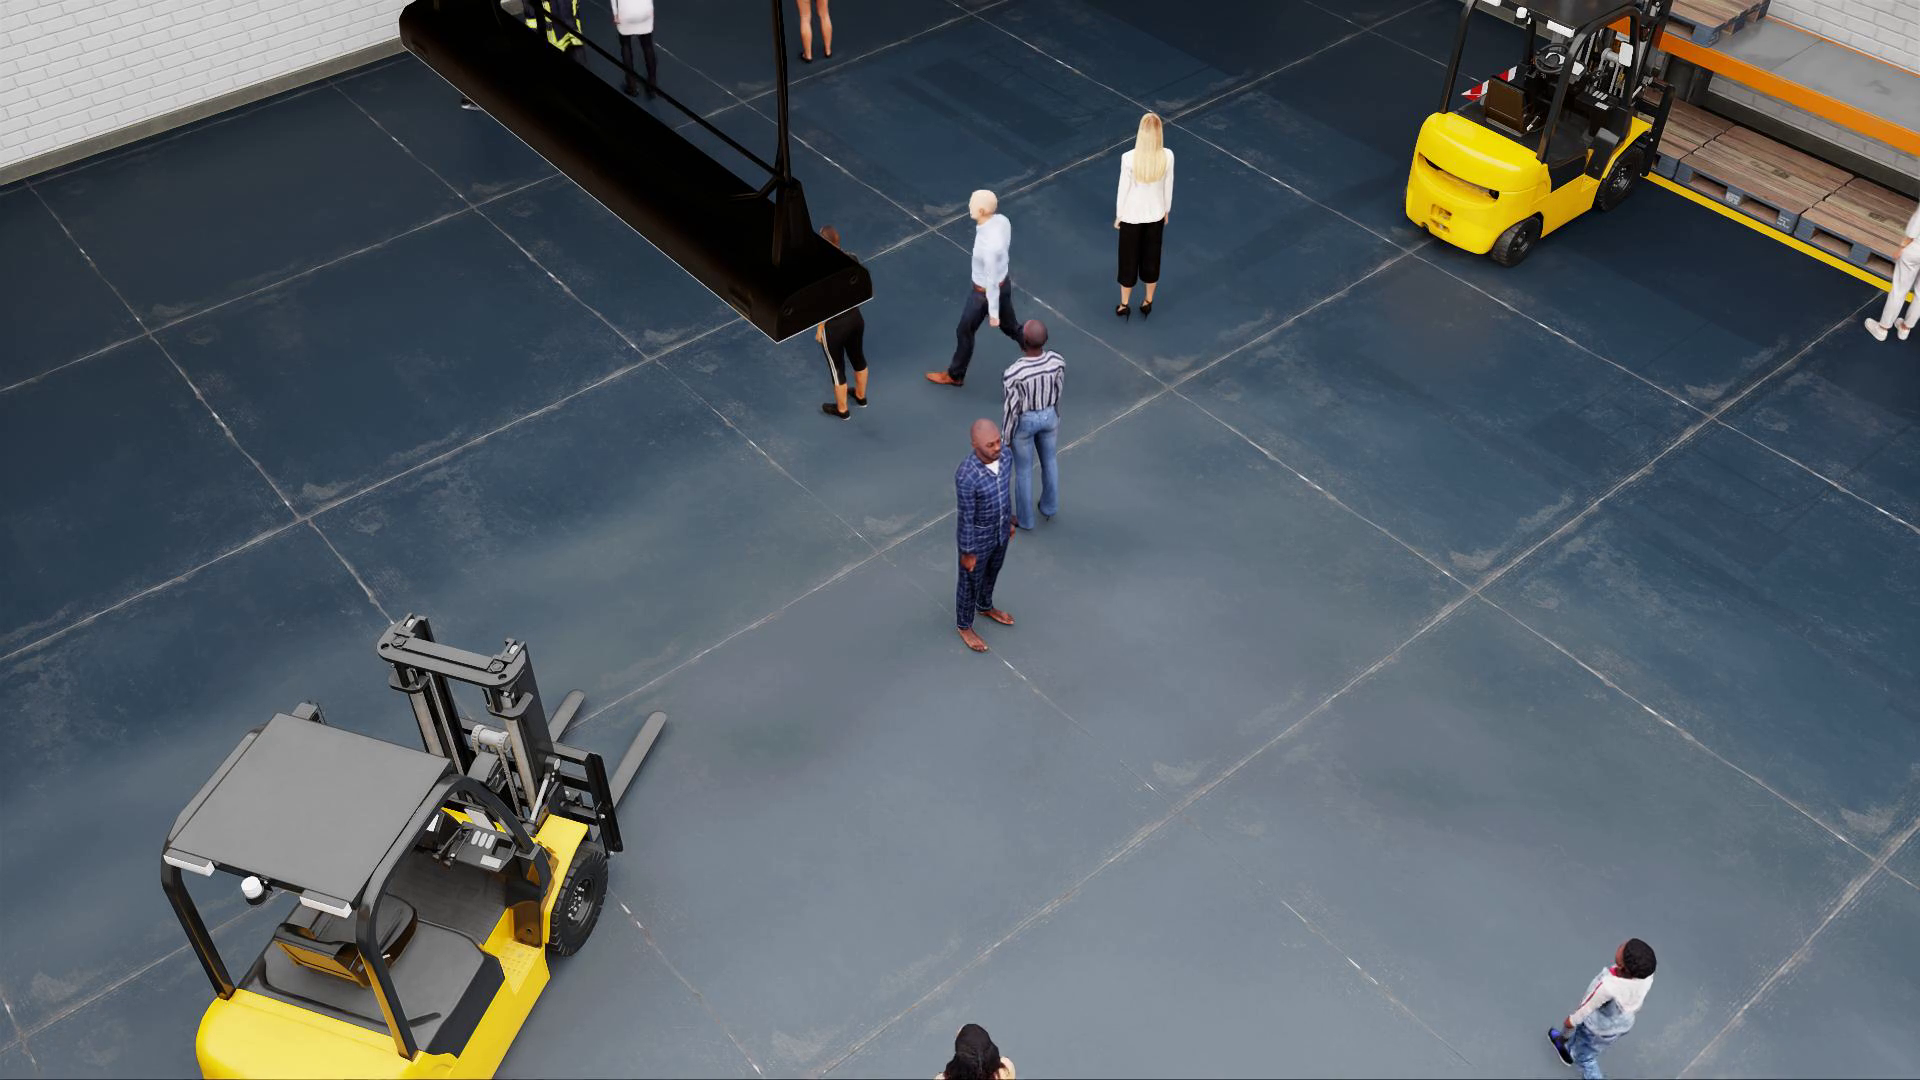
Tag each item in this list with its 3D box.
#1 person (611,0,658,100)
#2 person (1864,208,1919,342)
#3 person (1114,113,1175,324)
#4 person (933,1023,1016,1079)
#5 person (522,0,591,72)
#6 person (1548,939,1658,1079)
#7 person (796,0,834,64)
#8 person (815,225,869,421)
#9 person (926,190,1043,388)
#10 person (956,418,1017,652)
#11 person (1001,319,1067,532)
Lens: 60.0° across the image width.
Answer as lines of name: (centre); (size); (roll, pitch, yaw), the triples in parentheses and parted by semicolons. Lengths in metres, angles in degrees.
person: (-3.133, -5.106, 16.110); (0.665, 1.799, 0.631); (-21, 48, -21)
person: (7.732, -2.329, 13.275); (0.685, 1.688, 0.730); (0, 44, 0)
person: (1.472, -2.585, 13.421); (0.677, 1.858, 0.673); (-8, 44, -9)
person: (0.082, 2.870, 7.819); (0.839, 1.687, 1.222); (-15, 46, -15)
person: (-3.958, -5.046, 16.067); (0.820, 1.771, 1.170); (-25, 49, -24)
person: (3.328, 2.499, 8.530); (0.632, 1.243, 0.887); (-16, 46, -16)
person: (-1.511, -5.637, 16.758); (0.654, 1.674, 0.669); (-14, 45, -14)
person: (-0.902, -1.651, 12.578); (0.520, 1.668, 0.594); (33, 53, 30)
person: (0.334, -1.864, 12.737); (1.311, 1.757, 1.123); (9, 44, 9)
person: (0.152, -0.075, 10.815); (0.649, 1.818, 0.705); (29, 51, 27)
person: (0.514, -0.783, 11.575); (0.662, 1.795, 0.604); (-20, 47, -20)
